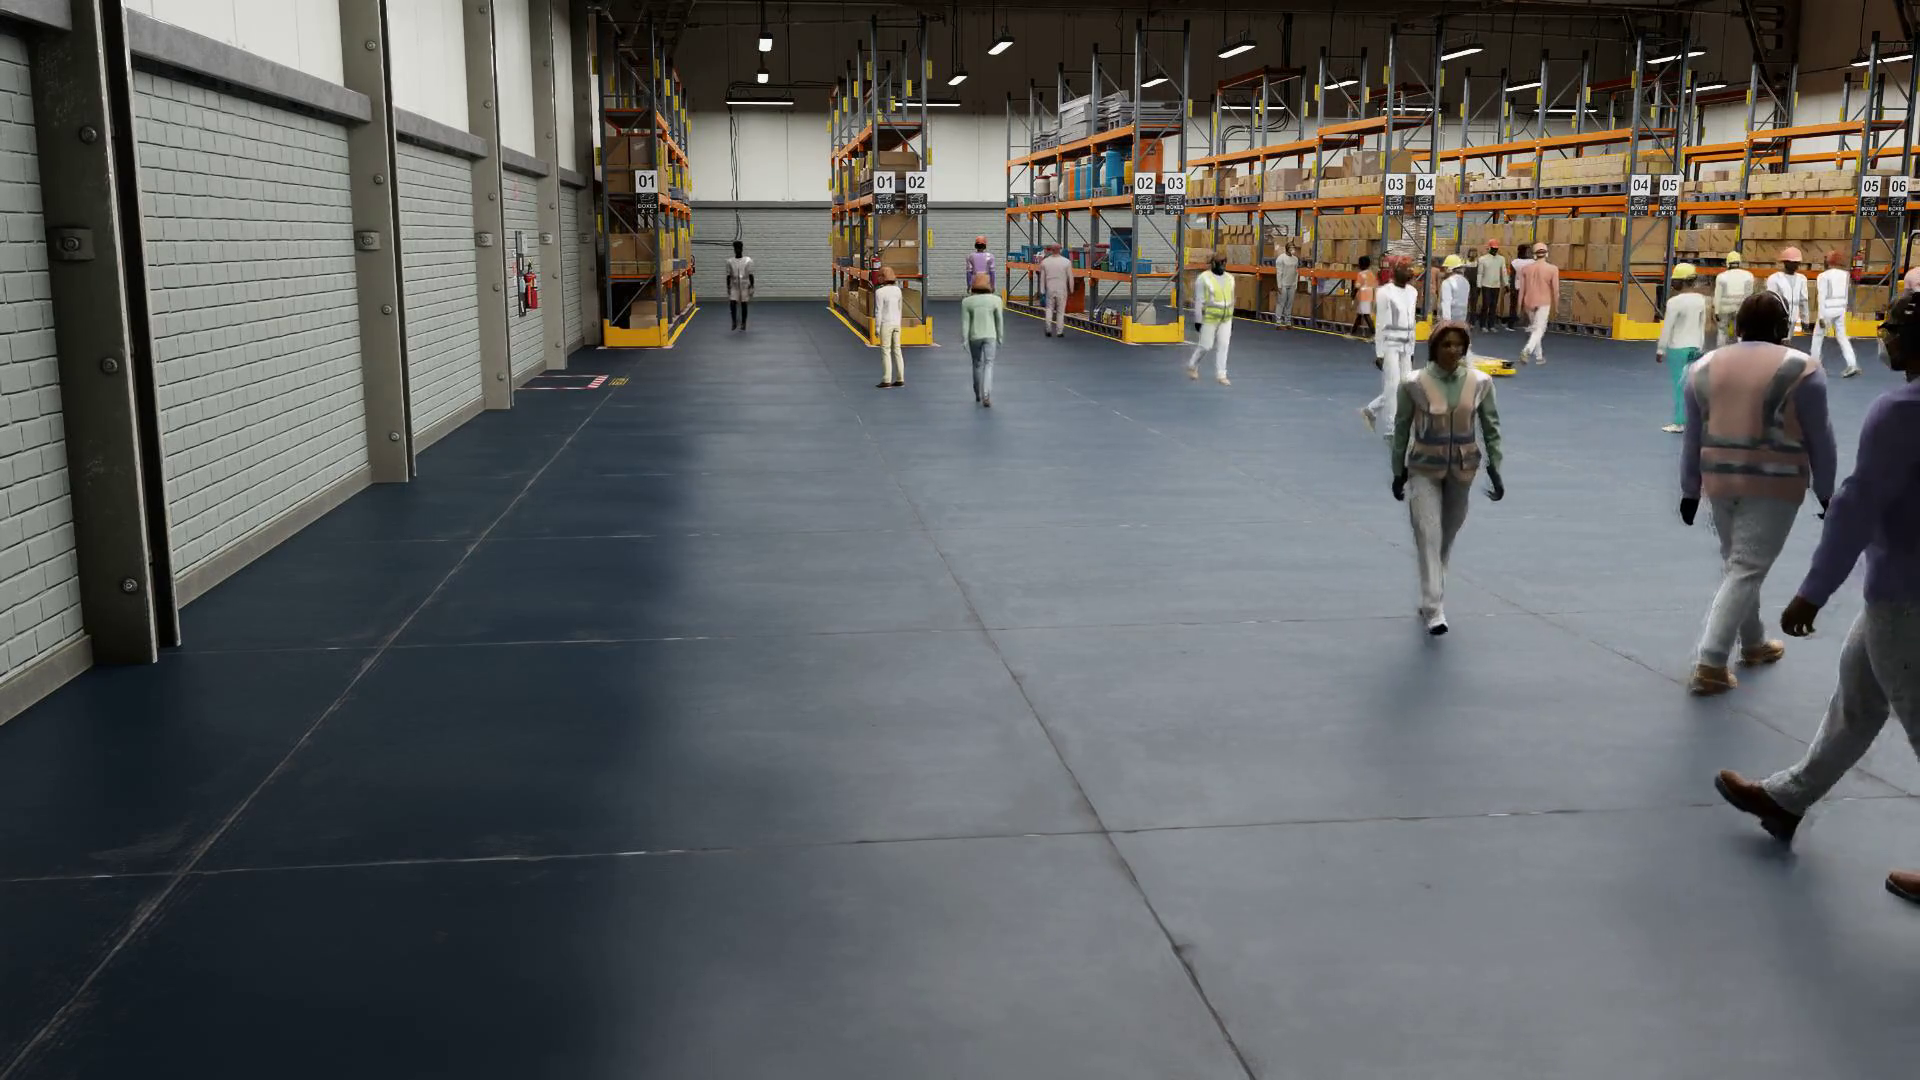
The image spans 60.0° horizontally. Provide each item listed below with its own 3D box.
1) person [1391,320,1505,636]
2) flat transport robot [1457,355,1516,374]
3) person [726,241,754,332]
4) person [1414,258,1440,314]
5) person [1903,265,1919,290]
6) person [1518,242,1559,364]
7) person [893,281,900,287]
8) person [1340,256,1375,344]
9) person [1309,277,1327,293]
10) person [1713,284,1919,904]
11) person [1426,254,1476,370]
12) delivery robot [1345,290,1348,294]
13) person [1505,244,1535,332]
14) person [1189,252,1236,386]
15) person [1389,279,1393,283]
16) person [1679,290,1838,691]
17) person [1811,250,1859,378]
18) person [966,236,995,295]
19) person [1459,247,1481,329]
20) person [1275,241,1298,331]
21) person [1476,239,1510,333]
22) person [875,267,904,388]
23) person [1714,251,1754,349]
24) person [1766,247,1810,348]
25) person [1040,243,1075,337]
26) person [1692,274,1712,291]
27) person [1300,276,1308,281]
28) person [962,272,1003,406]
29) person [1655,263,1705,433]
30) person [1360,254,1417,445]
[{"bbox_3d":[2.496,-0.312,8.497,0.532,1.595,0.840,0,10,-1],"label":"person"},{"bbox_3d":[7.669,-2.620,24.811,0.652,0.197,1.431,-1,10,-6],"label":"flat transport robot"},{"bbox_3d":[-4.686,-5.383,35.378,0.612,1.942,0.681,0,10,-1],"label":"person"},{"bbox_3d":[10.195,-5.394,36.364,0.540,1.587,0.849,0,10,1],"label":"person"},{"bbox_3d":[13.706,-3.212,23.594,0.668,1.890,0.601,7,13,34],"label":"person"},{"bbox_3d":[9.146,-3.737,26.362,0.640,1.953,0.871,8,13,39],"label":"person"},{"bbox_3d":[-1.895,-7.178,46.061,0.499,1.634,0.279,-2,11,-12],"label":"person"},{"bbox_3d":[7.657,-4.584,31.768,0.858,1.644,0.554,9,14,41],"label":"person"},{"bbox_3d":[10.450,-7.745,48.477,0.651,1.892,0.483,0,10,-2],"label":"person"},{"bbox_3d":[2.843,0.150,5.186,0.636,1.893,0.990,-8,13,-39],"label":"person"},{"bbox_3d":[6.778,-3.034,22.930,0.609,1.785,0.953,-8,13,-38],"label":"person"},{"bbox_3d":[11.729,-7.357,49.744,0.477,0.478,0.707,-9,14,-41],"label":"delivery robot"},{"bbox_3d":[12.032,-5.386,35.582,0.597,1.881,0.993,-2,10,-8],"label":"person"},{"bbox_3d":[3.474,-3.046,22.894,0.634,1.827,0.704,-5,11,-23],"label":"person"},{"bbox_3d":[13.219,-8.311,51.328,1.065,1.995,0.626,3,11,17],"label":"person"},{"bbox_3d":[3.609,-0.231,7.557,0.947,1.797,0.623,-6,12,-32],"label":"person"},{"bbox_3d":[12.705,-3.272,24.100,0.581,1.847,0.929,-3,11,-14],"label":"person"},{"bbox_3d":[0.441,-5.427,35.333,0.605,2.045,0.380,1,10,3],"label":"person"},{"bbox_3d":[11.295,-5.582,36.865,0.524,1.806,0.957,2,10,9],"label":"person"},{"bbox_3d":[7.084,-5.494,36.024,0.625,1.934,0.364,-7,13,-35],"label":"person"},{"bbox_3d":[11.276,-5.376,35.219,0.634,1.983,0.484,-3,11,-15],"label":"person"},{"bbox_3d":[-0.964,-2.864,22.446,0.299,1.626,0.498,8,13,39],"label":"person"},{"bbox_3d":[12.411,-3.729,26.693,0.591,1.805,0.815,3,11,14],"label":"person"},{"bbox_3d":[11.156,-2.995,22.445,0.563,1.886,0.986,-2,10,-8],"label":"person"},{"bbox_3d":[1.978,-5.056,33.709,0.665,1.898,0.479,4,11,19],"label":"person"},{"bbox_3d":[18.980,-6.653,42.624,0.544,1.837,0.820,-2,11,-11],"label":"person"},{"bbox_3d":[10.190,-8.031,50.097,0.575,1.877,1.009,2,11,12],"label":"person"},{"bbox_3d":[0.262,-2.428,20.096,0.495,1.606,0.779,1,10,7],"label":"person"},{"bbox_3d":[7.454,-1.987,17.253,0.555,1.749,0.412,-6,12,-29],"label":"person"},{"bbox_3d":[4.223,-1.876,16.351,0.585,1.867,0.638,-8,13,-37],"label":"person"}]
